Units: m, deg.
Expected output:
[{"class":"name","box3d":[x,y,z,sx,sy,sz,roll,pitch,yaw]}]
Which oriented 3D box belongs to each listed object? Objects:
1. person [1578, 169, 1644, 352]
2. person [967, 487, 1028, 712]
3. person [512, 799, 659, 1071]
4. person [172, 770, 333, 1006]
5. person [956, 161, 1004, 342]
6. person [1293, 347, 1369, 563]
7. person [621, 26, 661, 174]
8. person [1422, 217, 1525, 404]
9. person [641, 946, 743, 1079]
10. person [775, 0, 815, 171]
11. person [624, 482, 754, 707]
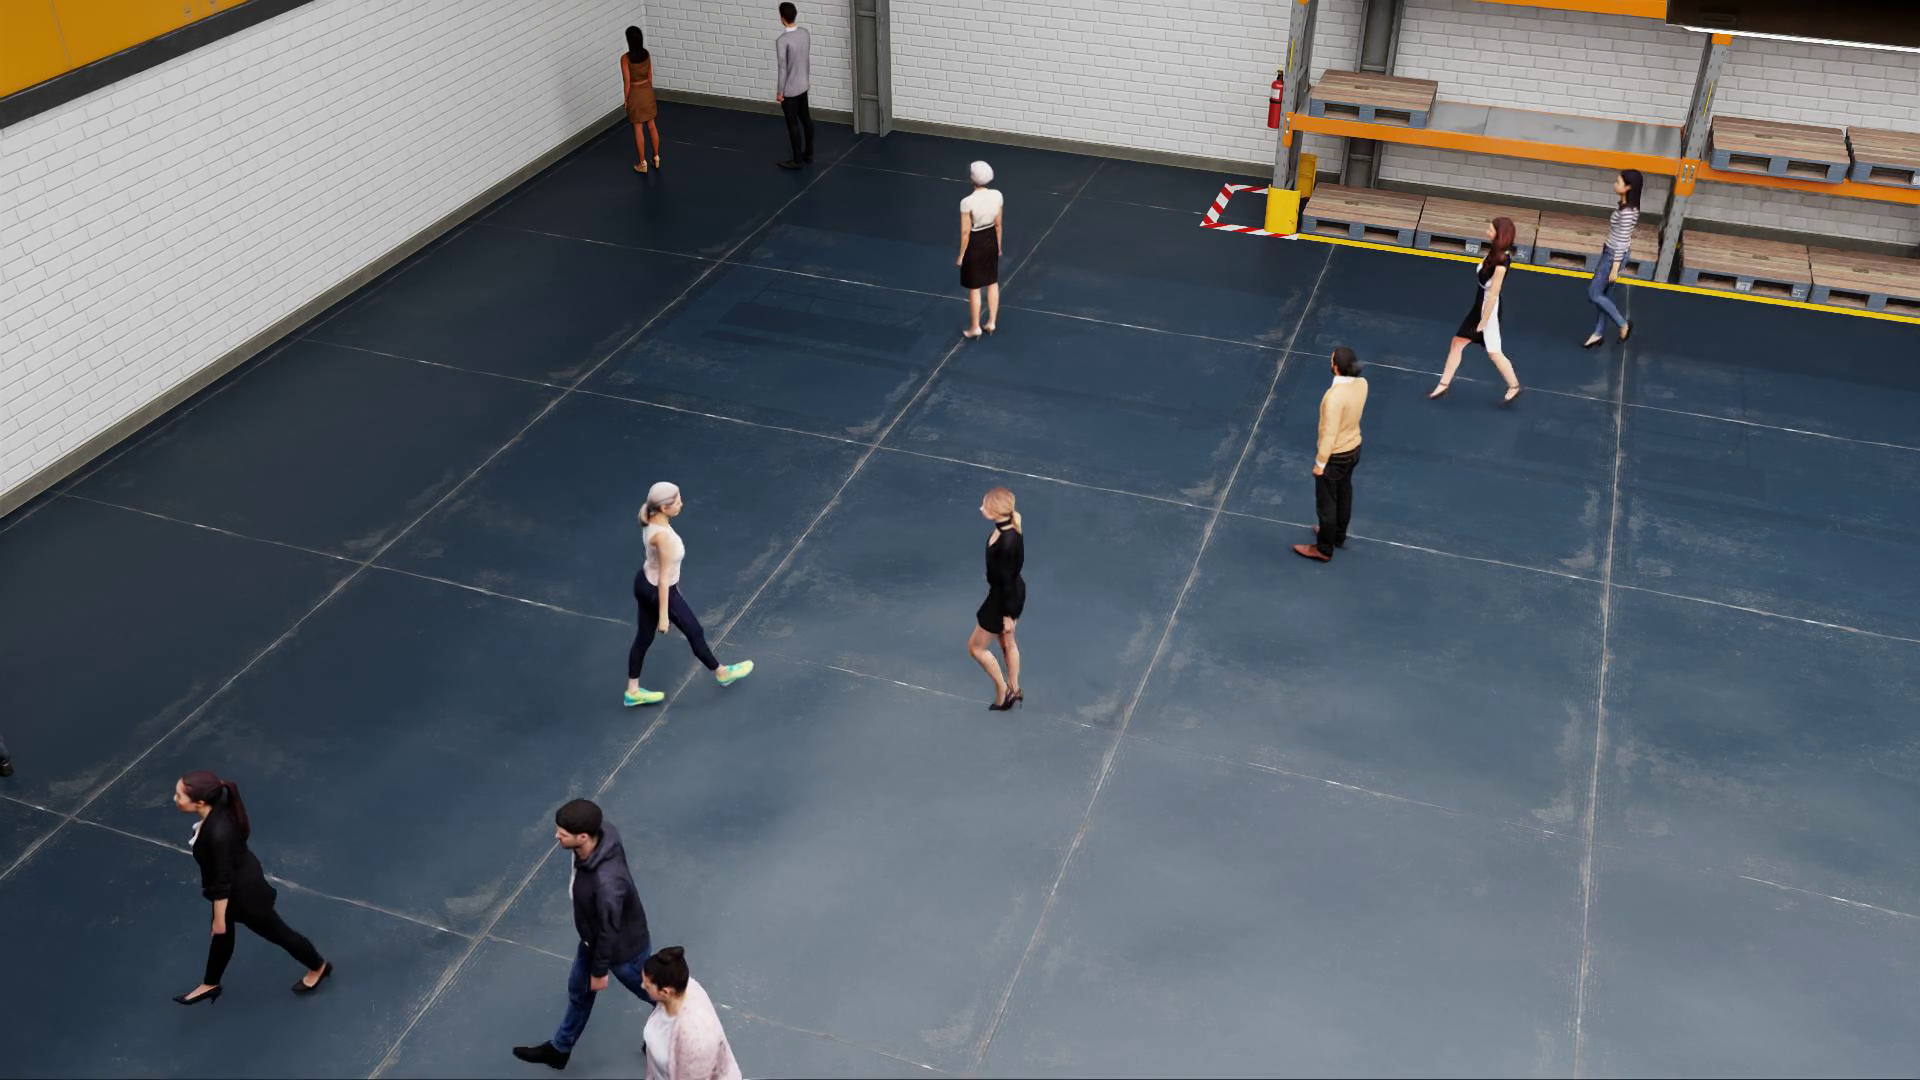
[{"class":"person","box3d":[6.102,-2.535,15.290,0.705,1.782,0.591,12,35,17]},{"class":"person","box3d":[0.362,0.429,10.857,0.692,1.752,0.666,2,34,3]},{"class":"person","box3d":[-1.641,2.006,8.412,1.257,1.833,1.173,-13,36,-18]},{"class":"person","box3d":[-3.722,1.863,8.824,1.124,1.614,1.038,-13,36,-19]},{"class":"person","box3d":[0.197,-2.696,15.556,0.709,1.756,0.739,-19,38,-26]},{"class":"person","box3d":[2.830,-0.656,12.489,0.704,1.752,0.729,24,41,32]},{"class":"person","box3d":[-3.699,-5.102,19.234,0.618,1.690,0.624,26,42,34]},{"class":"person","box3d":[4.637,-1.914,14.381,1.139,1.754,0.764,4,34,6]},{"class":"person","box3d":[-1.130,2.527,7.750,1.159,1.698,1.151,-18,37,-24]},{"class":"person","box3d":[-1.913,-5.262,19.268,0.684,1.920,0.784,18,38,25]},{"class":"person","box3d":[-2.071,0.406,10.979,1.197,1.657,1.113,-10,35,-15]}]
